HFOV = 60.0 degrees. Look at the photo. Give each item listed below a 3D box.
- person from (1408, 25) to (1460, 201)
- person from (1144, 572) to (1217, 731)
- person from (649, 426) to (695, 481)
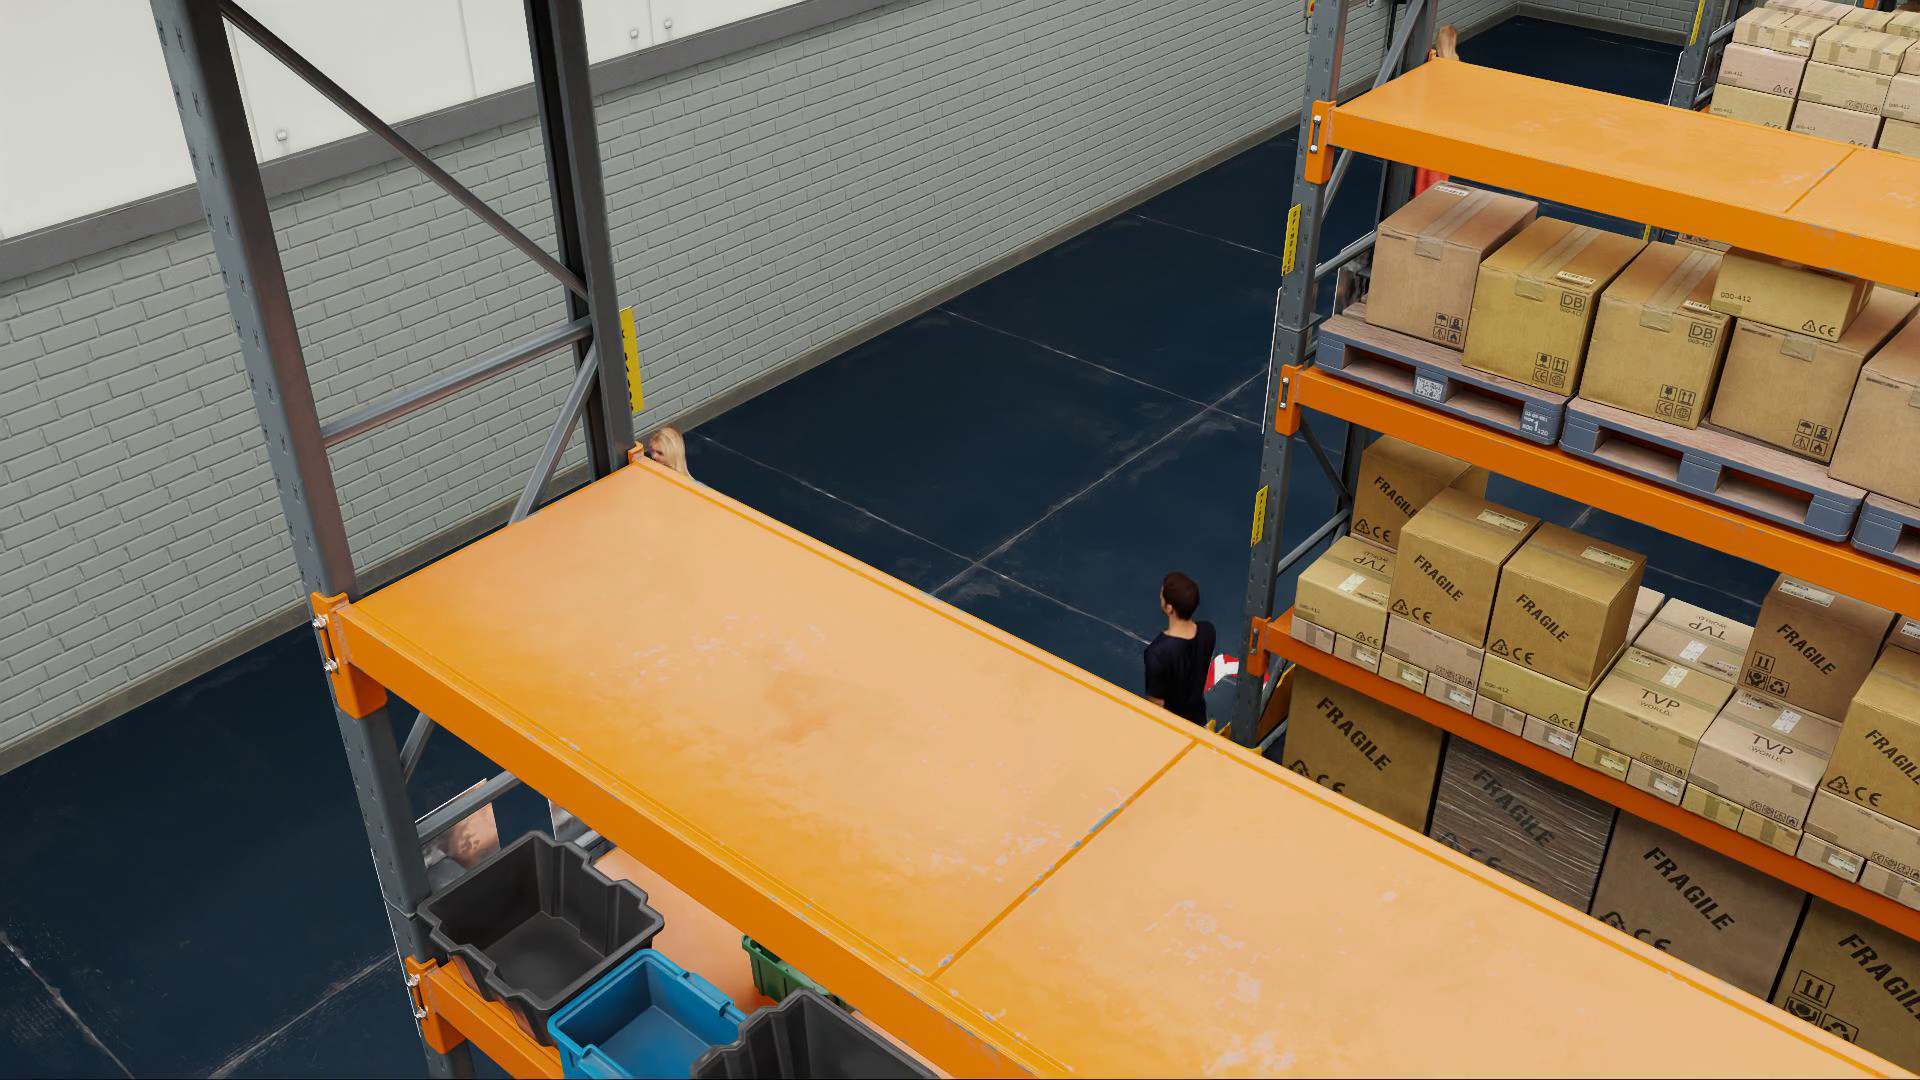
[{"bbox_3d":[4.844,-4.314,16.885,0.665,1.802,0.623,-25,41,-33],"label":"person"},{"bbox_3d":[1.191,1.018,8.673,0.852,1.817,1.158,-21,38,-28],"label":"person"},{"bbox_3d":[-1.663,0.083,10.130,1.086,1.796,0.710,28,42,36],"label":"person"}]
